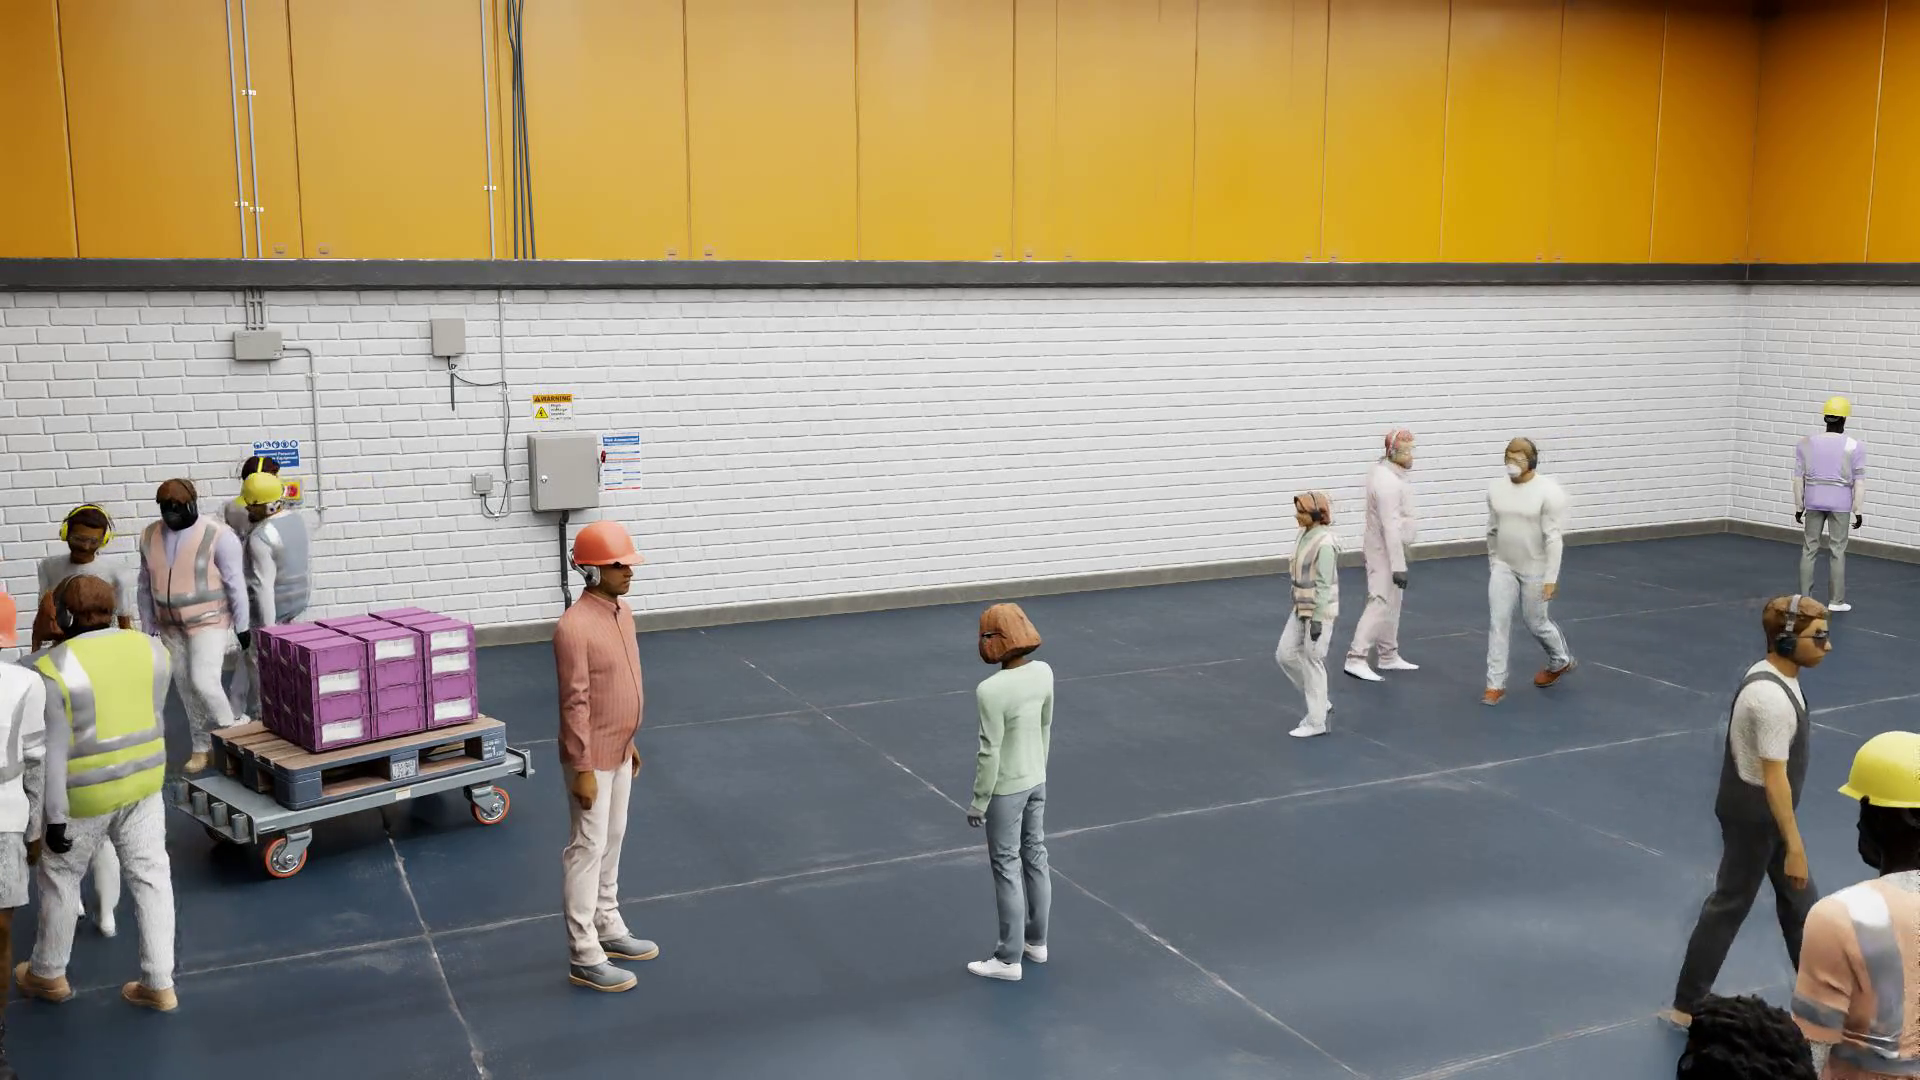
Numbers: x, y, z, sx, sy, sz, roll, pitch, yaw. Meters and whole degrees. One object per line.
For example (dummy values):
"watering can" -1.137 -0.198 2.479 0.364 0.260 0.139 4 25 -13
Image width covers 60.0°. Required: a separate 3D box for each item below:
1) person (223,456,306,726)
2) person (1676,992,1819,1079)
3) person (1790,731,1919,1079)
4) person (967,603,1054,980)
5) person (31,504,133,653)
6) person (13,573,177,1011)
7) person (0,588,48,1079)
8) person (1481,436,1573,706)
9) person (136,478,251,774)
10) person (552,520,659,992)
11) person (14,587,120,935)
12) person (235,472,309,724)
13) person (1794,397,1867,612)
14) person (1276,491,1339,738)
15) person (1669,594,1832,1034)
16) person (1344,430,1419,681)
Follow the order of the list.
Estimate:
"person" -4.589 0.344 11.091 0.501 1.823 0.843 7 11 36
"person" 1.456 1.682 3.194 0.318 1.698 0.535 7 12 39
"person" 2.262 1.421 4.126 0.624 1.927 0.388 -3 10 -19
"person" 0.217 1.074 7.163 0.283 1.633 0.499 7 11 36
"person" -4.695 0.683 9.025 0.556 1.818 0.889 2 9 13
"person" -3.607 1.034 6.880 0.873 1.803 0.636 5 10 29
"person" -3.794 1.079 6.343 0.602 1.892 0.792 -7 12 -39
"person" 4.030 0.198 11.780 0.853 1.910 0.633 -8 12 -41
"person" -4.631 0.517 10.047 0.638 1.818 0.440 2 9 10
"person" -1.515 0.900 7.123 0.389 1.996 0.612 2 9 10
"person" -4.016 1.009 7.592 0.498 1.624 0.358 -6 11 -34
"person" -4.390 0.430 10.758 0.736 1.777 0.599 2 9 13
"person" 7.768 -0.315 14.876 0.587 1.928 0.363 8 12 41
"person" 2.271 0.484 10.808 0.375 1.622 0.535 -1 9 -8
"person" 3.216 1.112 6.372 0.891 1.806 0.545 5 11 30
"person" 3.192 0.107 12.485 0.499 1.880 0.715 2 9 15
